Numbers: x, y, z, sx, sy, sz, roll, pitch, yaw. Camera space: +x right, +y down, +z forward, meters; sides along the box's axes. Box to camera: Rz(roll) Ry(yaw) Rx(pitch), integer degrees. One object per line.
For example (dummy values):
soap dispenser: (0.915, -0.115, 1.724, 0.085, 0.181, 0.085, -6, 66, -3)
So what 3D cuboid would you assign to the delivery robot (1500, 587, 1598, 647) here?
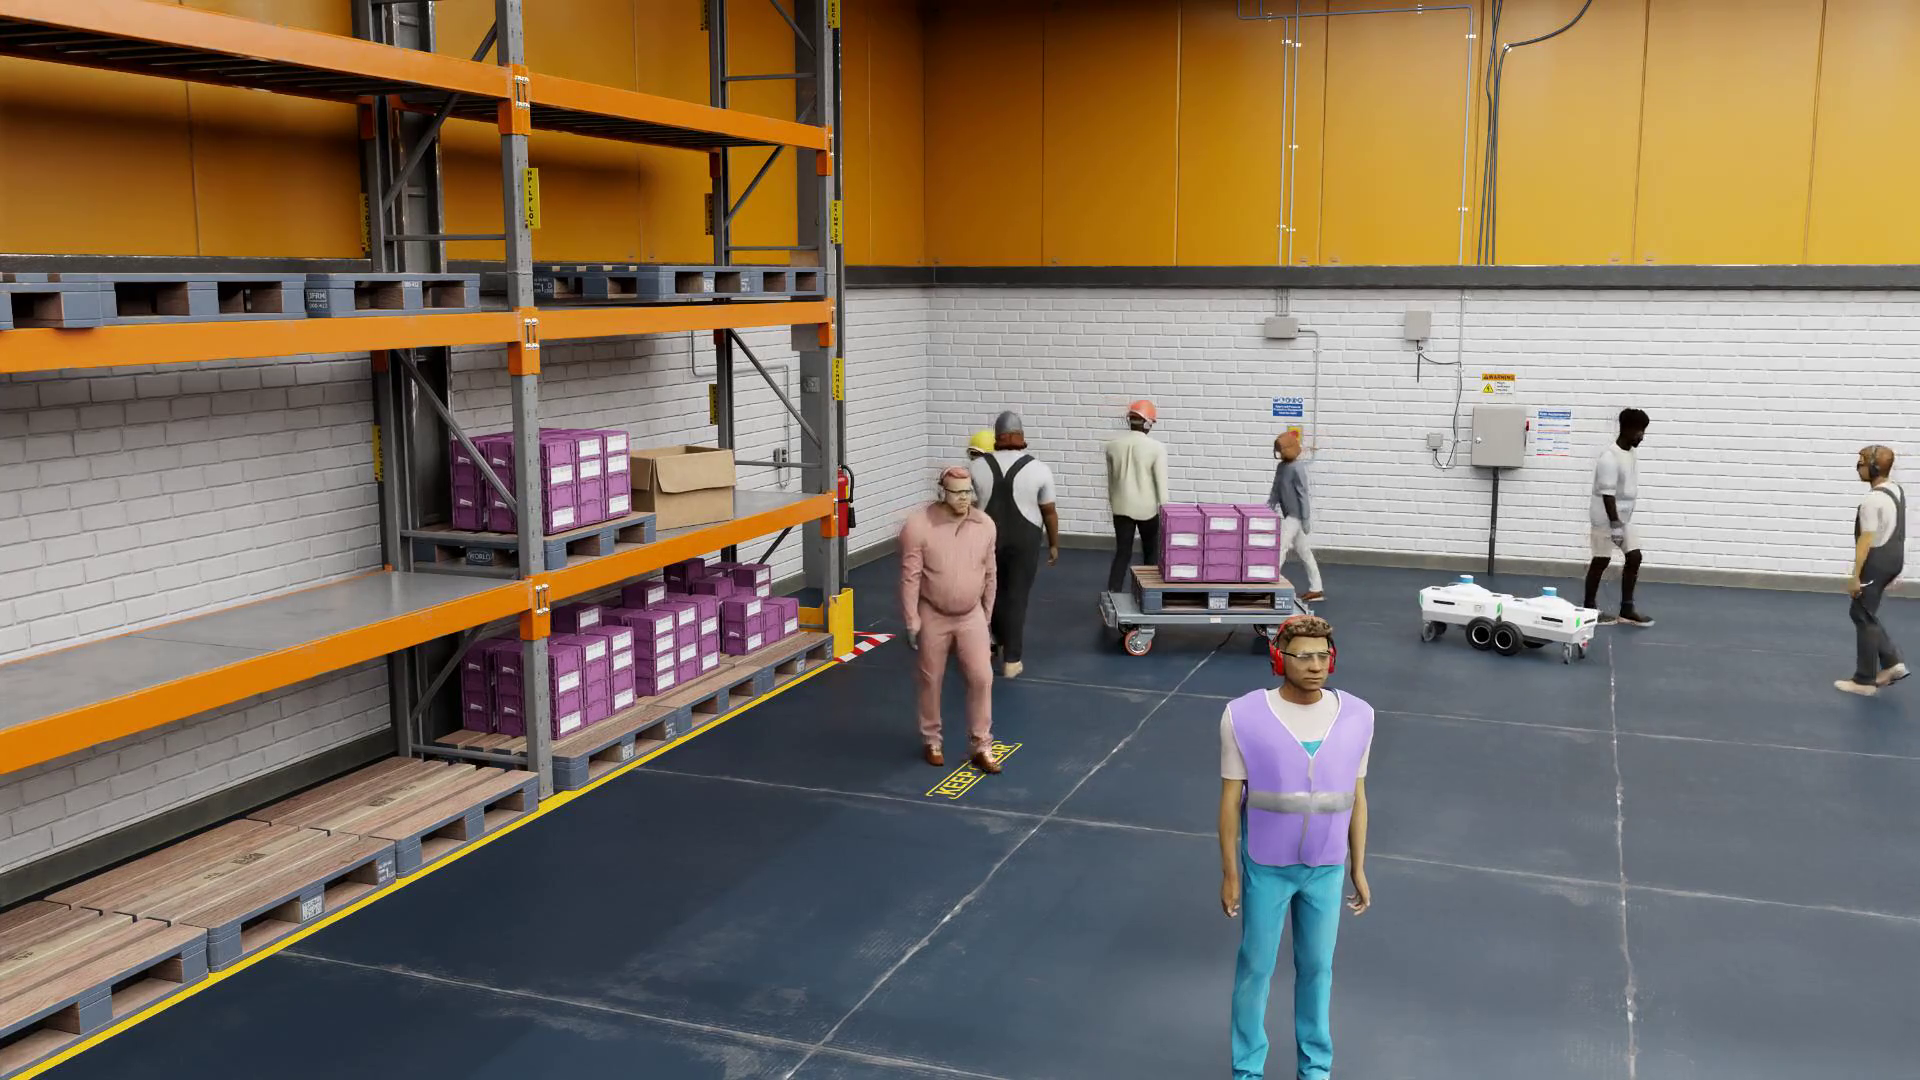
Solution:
delivery robot: (4.665, 0.620, 13.182, 0.477, 0.478, 0.707, -8, 12, -41)

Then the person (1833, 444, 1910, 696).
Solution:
person: (6.564, 0.223, 11.970, 0.532, 1.833, 0.398, -8, 12, -40)

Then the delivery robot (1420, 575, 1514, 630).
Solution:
delivery robot: (4.172, 0.534, 13.721, 0.707, 0.478, 0.477, 7, 11, 37)

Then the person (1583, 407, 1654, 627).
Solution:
person: (5.666, -0.183, 14.223, 0.739, 1.922, 0.650, 9, 13, 44)

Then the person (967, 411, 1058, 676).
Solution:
person: (0.424, -0.026, 12.880, 0.700, 2.000, 1.000, 2, 9, 14)

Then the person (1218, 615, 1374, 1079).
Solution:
person: (1.198, 1.167, 5.985, 0.564, 1.850, 0.390, -2, 9, -10)

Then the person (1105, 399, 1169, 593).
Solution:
person: (1.537, -0.261, 14.670, 0.622, 1.949, 0.884, 4, 10, 25)

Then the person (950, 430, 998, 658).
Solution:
person: (0.145, 0.040, 13.209, 0.596, 1.809, 0.473, 4, 10, 25)

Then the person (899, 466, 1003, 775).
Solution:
person: (-0.041, 0.498, 10.116, 0.666, 1.880, 0.777, -3, 10, -18)

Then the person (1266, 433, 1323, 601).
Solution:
person: (3.000, -0.198, 15.374, 0.875, 1.581, 0.510, -1, 9, -7)
